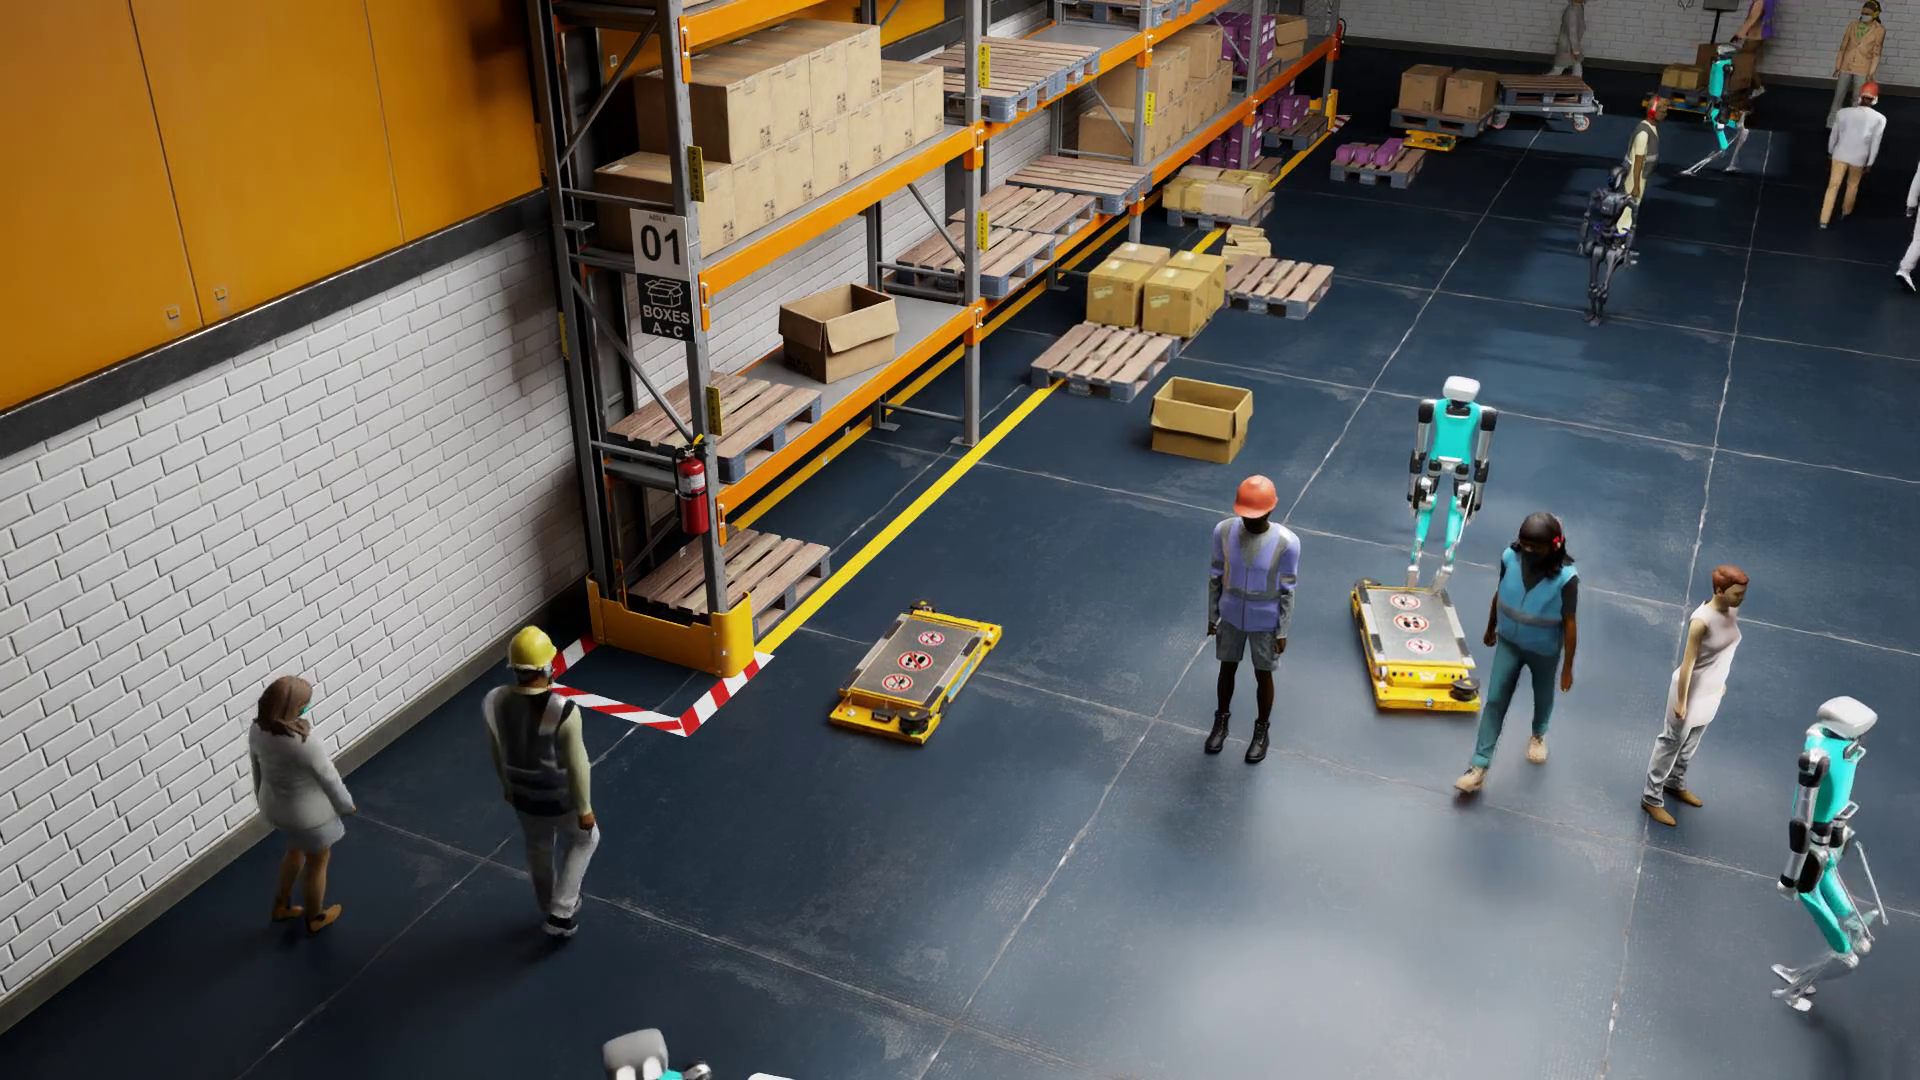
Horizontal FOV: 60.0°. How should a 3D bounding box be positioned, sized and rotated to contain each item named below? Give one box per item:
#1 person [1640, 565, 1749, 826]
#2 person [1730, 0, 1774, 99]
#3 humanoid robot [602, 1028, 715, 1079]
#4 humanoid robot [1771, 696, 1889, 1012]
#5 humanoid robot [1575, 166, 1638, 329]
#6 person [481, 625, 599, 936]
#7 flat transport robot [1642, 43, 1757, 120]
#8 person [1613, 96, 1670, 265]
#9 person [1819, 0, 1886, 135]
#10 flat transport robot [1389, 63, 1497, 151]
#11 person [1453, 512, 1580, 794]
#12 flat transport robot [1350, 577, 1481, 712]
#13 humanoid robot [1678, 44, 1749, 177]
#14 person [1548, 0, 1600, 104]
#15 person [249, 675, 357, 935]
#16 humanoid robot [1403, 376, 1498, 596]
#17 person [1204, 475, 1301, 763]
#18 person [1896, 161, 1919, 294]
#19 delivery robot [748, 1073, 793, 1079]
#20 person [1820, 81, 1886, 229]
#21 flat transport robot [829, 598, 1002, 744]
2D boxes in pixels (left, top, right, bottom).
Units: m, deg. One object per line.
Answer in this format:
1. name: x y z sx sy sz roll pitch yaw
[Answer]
1. person: 4.282 0.879 9.631 0.463 1.657 0.271 -20 34 -32
2. person: 12.044 -7.629 25.157 0.579 1.904 0.549 15 32 26
3. humanoid robot: -1.227 2.548 6.518 0.543 1.859 0.677 -13 31 -23
4. humanoid robot: 4.319 1.647 8.144 0.532 1.815 0.662 -24 37 -37
5. humanoid robot: 6.491 -2.960 16.738 0.502 1.637 0.611 -24 36 -37
6. person: -2.159 1.294 8.711 0.633 1.810 0.487 11 30 19
7. flat transport robot: 11.009 -6.497 24.776 1.431 0.231 0.659 22 35 35
8. person: 7.536 -4.018 18.522 0.372 1.840 0.568 13 31 23
9. person: 12.529 -6.589 23.258 0.552 1.876 0.402 25 37 38
10. flat transport robot: 6.756 -5.736 23.363 0.659 0.231 1.431 16 32 27
11. person: 3.372 0.655 9.890 0.619 1.806 1.025 21 35 34
12. flat transport robot: 3.108 0.703 11.426 0.659 0.231 1.431 2 28 4
13. humanoid robot: 9.894 -5.461 21.349 1.037 1.750 0.547 0 28 -1
14. person: 9.114 -7.243 24.545 0.913 1.790 0.520 19 34 31
15. person: -3.436 1.396 8.695 0.526 1.639 0.373 13 31 23
16. humanoid robot: 3.351 -0.173 11.583 0.531 1.848 0.765 9 30 17
17. person: 1.752 0.477 10.099 0.543 1.929 0.383 13 31 23
18. person: 10.354 -3.530 17.598 0.650 1.865 0.831 24 36 37
19. delivery robot: -0.897 2.762 7.322 0.499 0.610 0.788 7 29 12
20. person: 10.543 -4.559 19.669 0.564 1.702 0.933 18 33 29
21. flat transport robot: -0.274 0.859 11.135 0.659 0.231 1.431 11 30 19
